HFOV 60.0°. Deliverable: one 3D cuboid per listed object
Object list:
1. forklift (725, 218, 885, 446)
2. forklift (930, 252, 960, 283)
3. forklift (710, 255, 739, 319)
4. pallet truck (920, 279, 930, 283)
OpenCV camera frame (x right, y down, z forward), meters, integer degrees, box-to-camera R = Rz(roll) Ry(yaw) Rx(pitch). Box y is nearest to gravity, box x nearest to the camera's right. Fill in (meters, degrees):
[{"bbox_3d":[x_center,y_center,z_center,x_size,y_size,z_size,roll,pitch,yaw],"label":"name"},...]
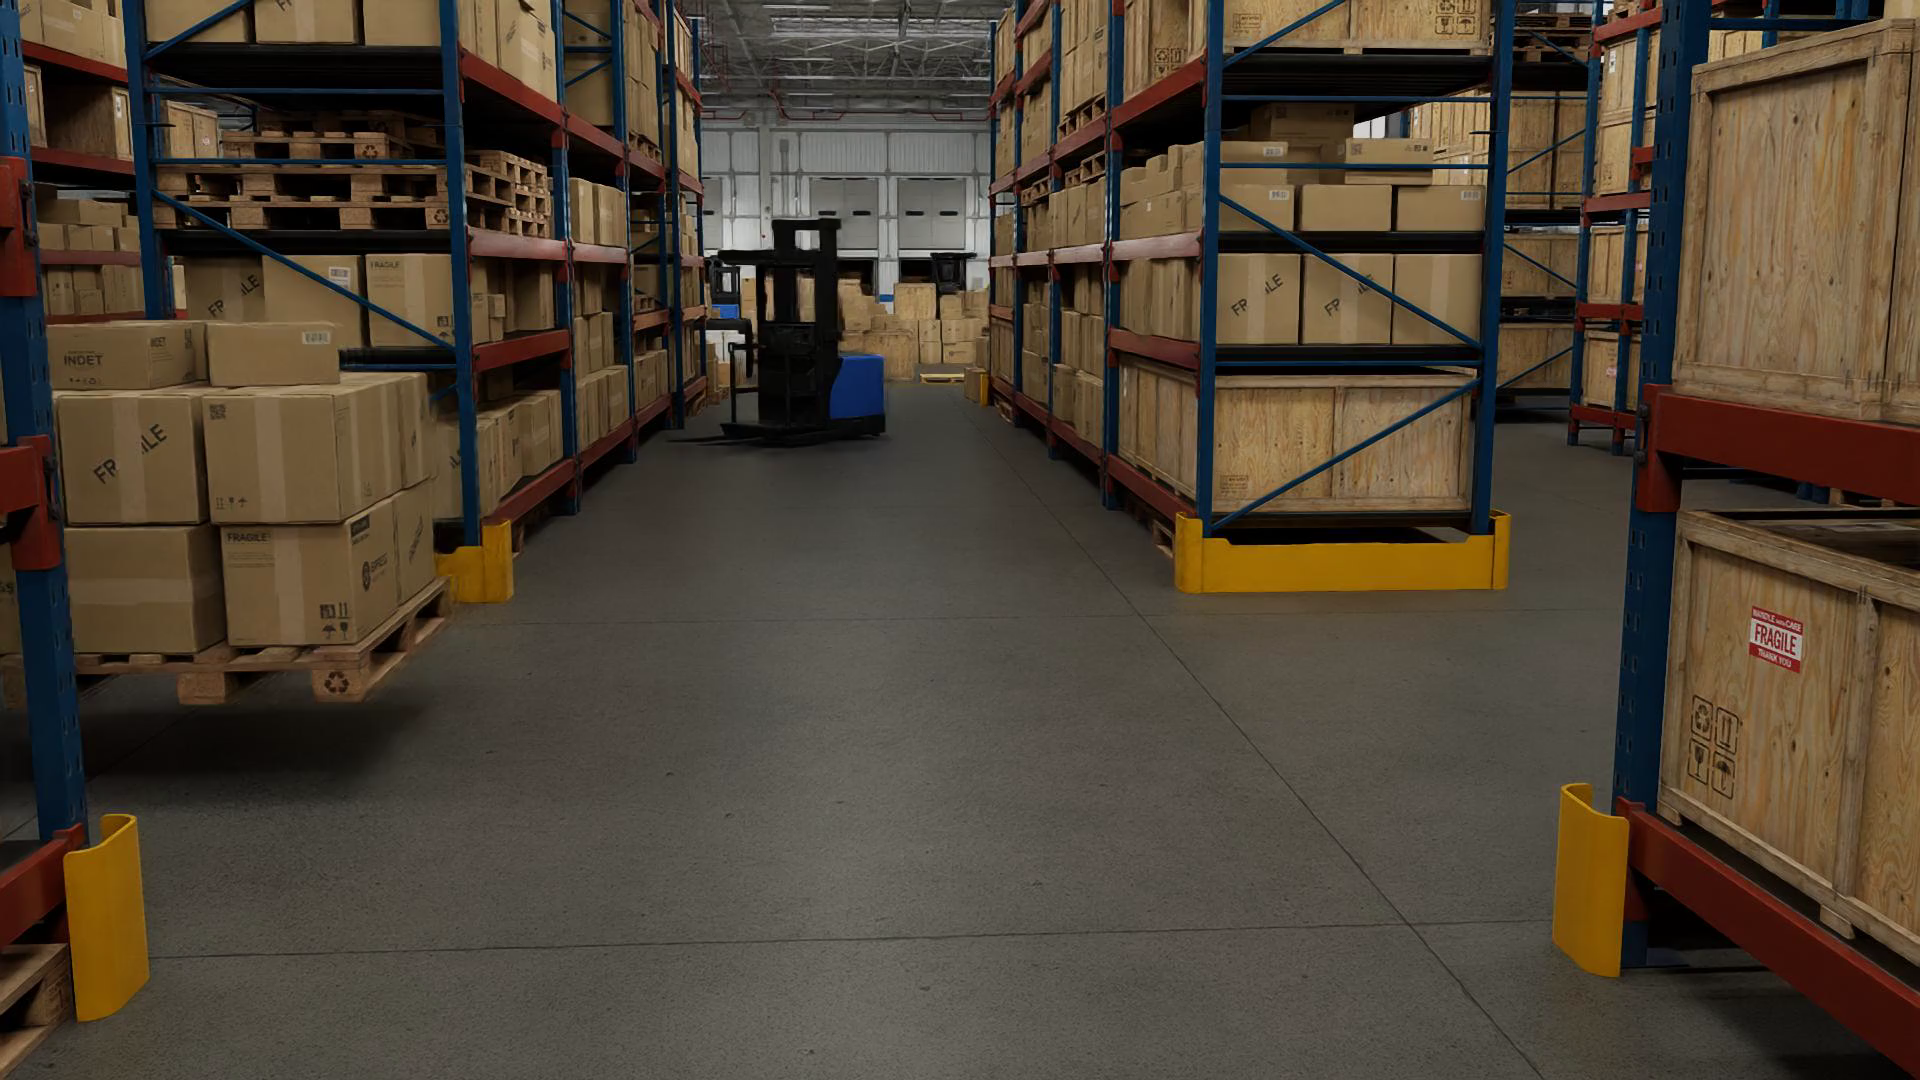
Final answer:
[{"bbox_3d":[-1.934,-2.674,21.120,1.129,2.768,1.873,8,12,40],"label":"forklift"},{"bbox_3d":[-0.462,-7.660,52.429,1.129,2.768,1.873,-6,11,-32],"label":"forklift"},{"bbox_3d":[-8.368,-8.713,59.038,1.129,2.768,1.873,-1,9,-4],"label":"forklift"},{"bbox_3d":[-0.932,-8.922,63.114,1.885,1.965,0.823,2,9,13],"label":"pallet truck"}]
